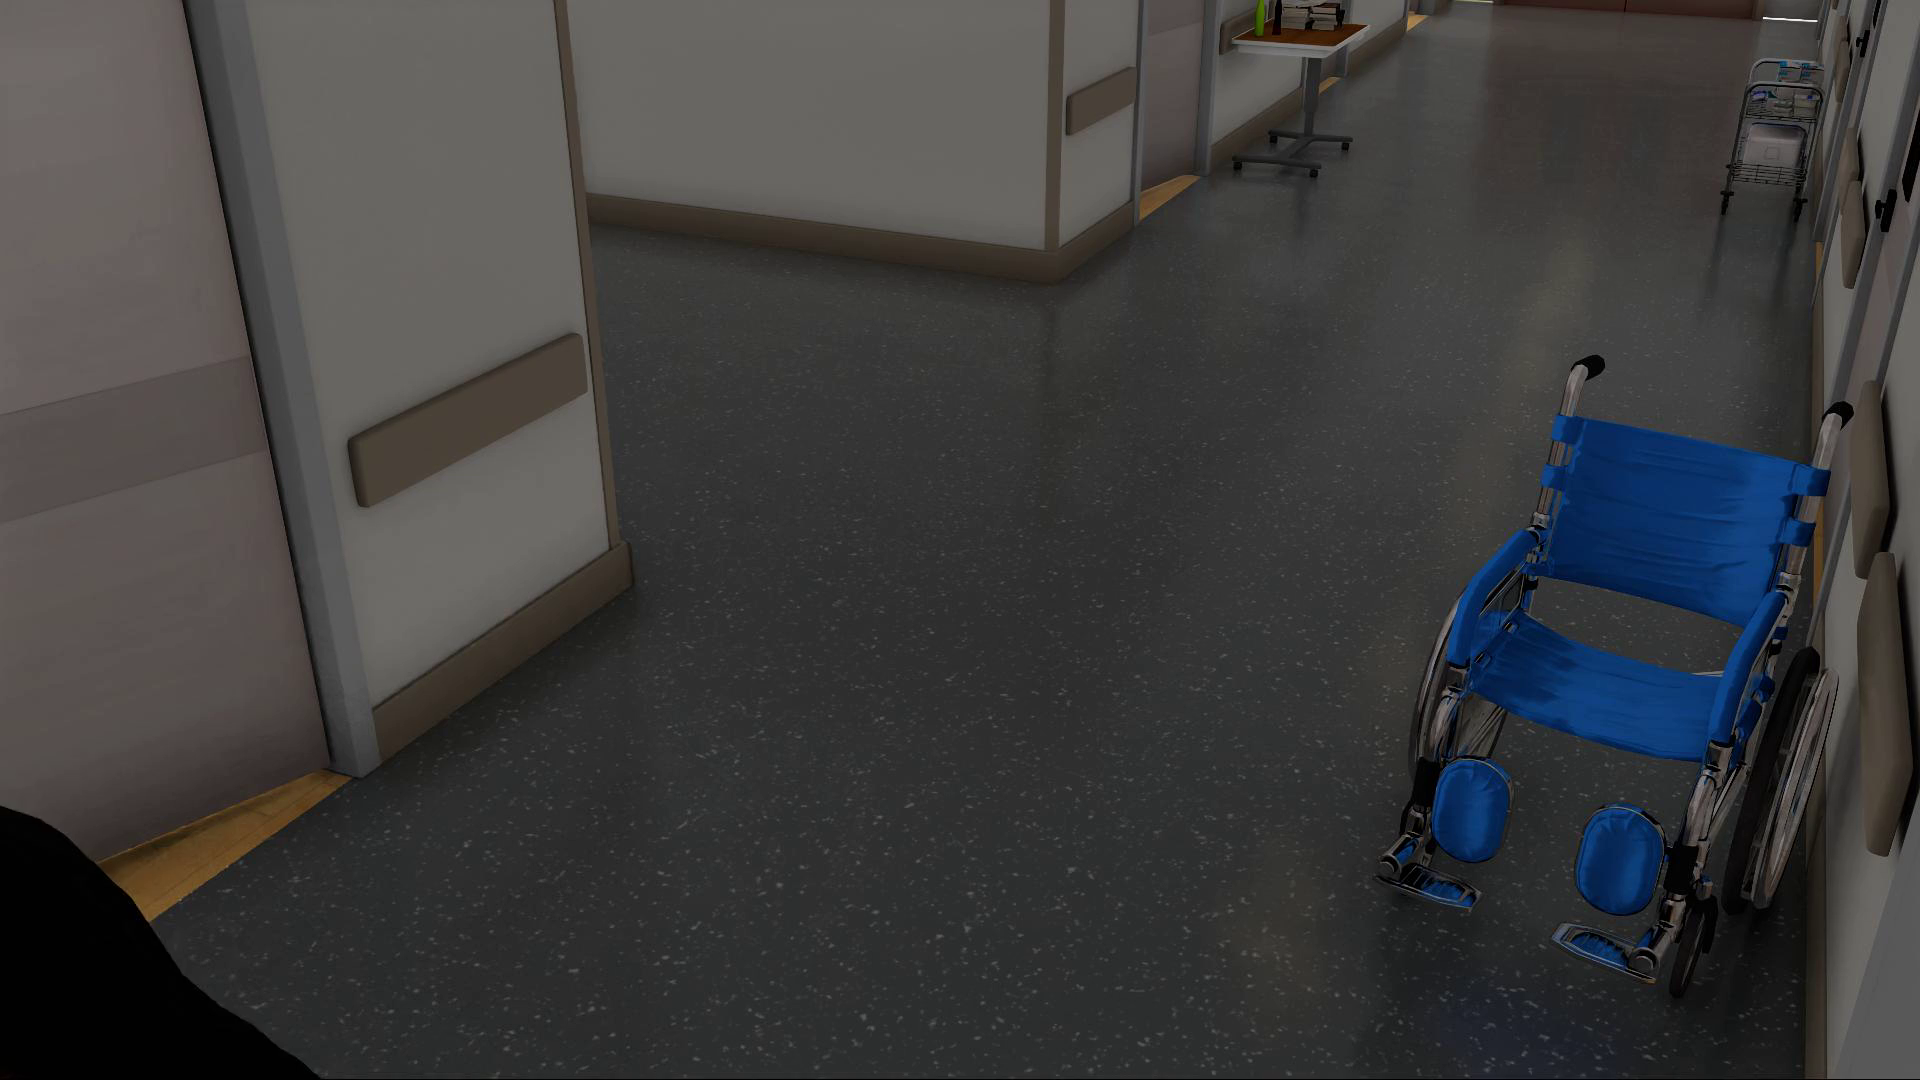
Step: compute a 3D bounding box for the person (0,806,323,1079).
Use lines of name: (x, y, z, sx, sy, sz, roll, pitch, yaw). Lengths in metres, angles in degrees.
person: (-0.688, 0.951, 1.668, 0.699, 1.788, 0.950, 8, 27, 17)
